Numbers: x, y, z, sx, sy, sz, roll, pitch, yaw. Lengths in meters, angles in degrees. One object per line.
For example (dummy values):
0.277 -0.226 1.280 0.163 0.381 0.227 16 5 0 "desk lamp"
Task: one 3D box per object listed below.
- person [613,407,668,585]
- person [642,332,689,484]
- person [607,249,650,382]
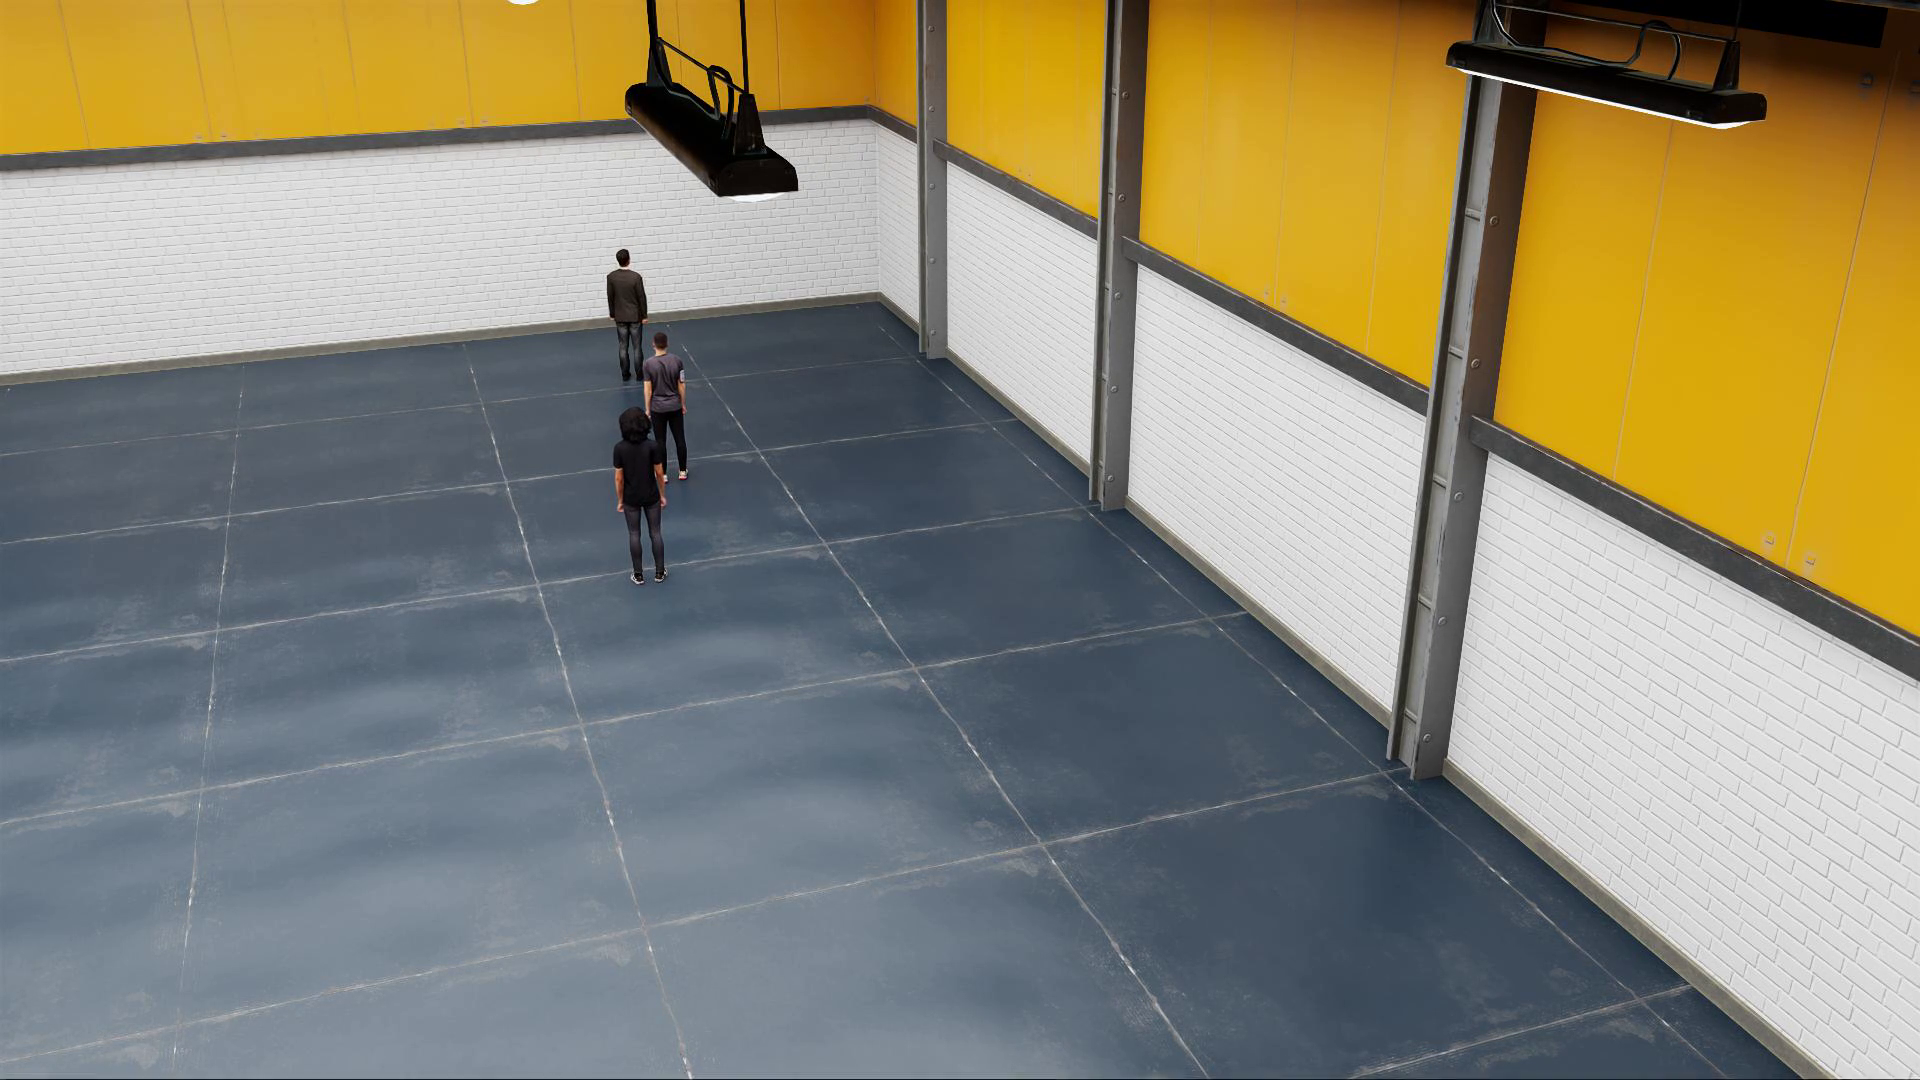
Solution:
-3.177 -0.446 16.527 0.666 1.834 0.560 -5 24 -11 "person"
-3.380 -1.524 19.084 0.643 1.763 0.537 -10 26 -22 "person"
-4.497 -3.055 22.533 0.760 1.804 0.710 2 24 5 "person"
